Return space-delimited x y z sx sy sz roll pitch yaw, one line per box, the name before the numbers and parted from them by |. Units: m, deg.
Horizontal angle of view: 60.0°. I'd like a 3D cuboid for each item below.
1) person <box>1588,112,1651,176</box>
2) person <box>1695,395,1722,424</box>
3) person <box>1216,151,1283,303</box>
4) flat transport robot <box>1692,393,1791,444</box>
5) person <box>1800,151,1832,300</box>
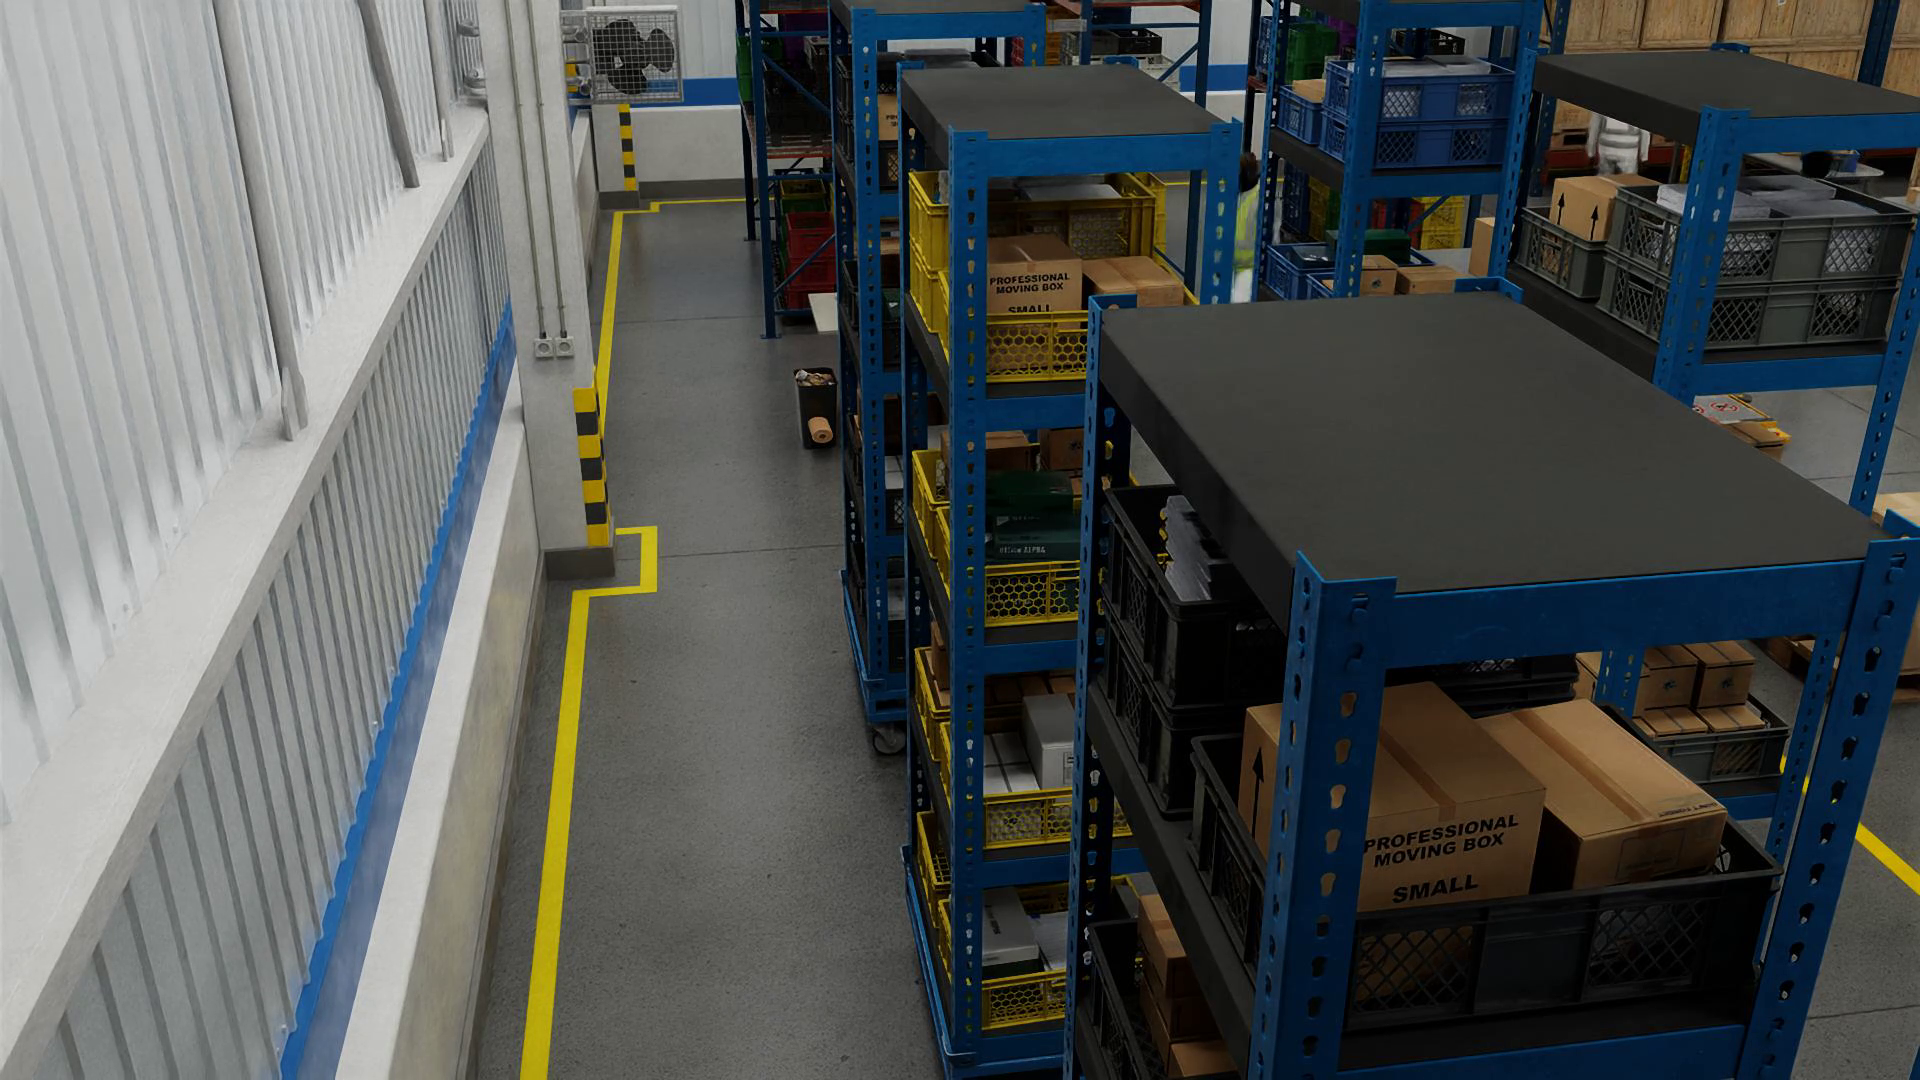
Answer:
person | 6.690 -3.932 16.901 0.638 1.874 0.473 19 31 35
person | 3.407 -0.007 8.230 0.618 1.997 0.373 -10 27 -21
person | 2.245 -2.161 13.145 0.446 1.809 0.724 -16 29 -30
flat transport robot | 5.224 -0.859 12.132 1.431 0.197 0.652 -4 25 -8
person | 6.971 -2.402 13.822 0.597 1.665 0.566 -16 29 -31
